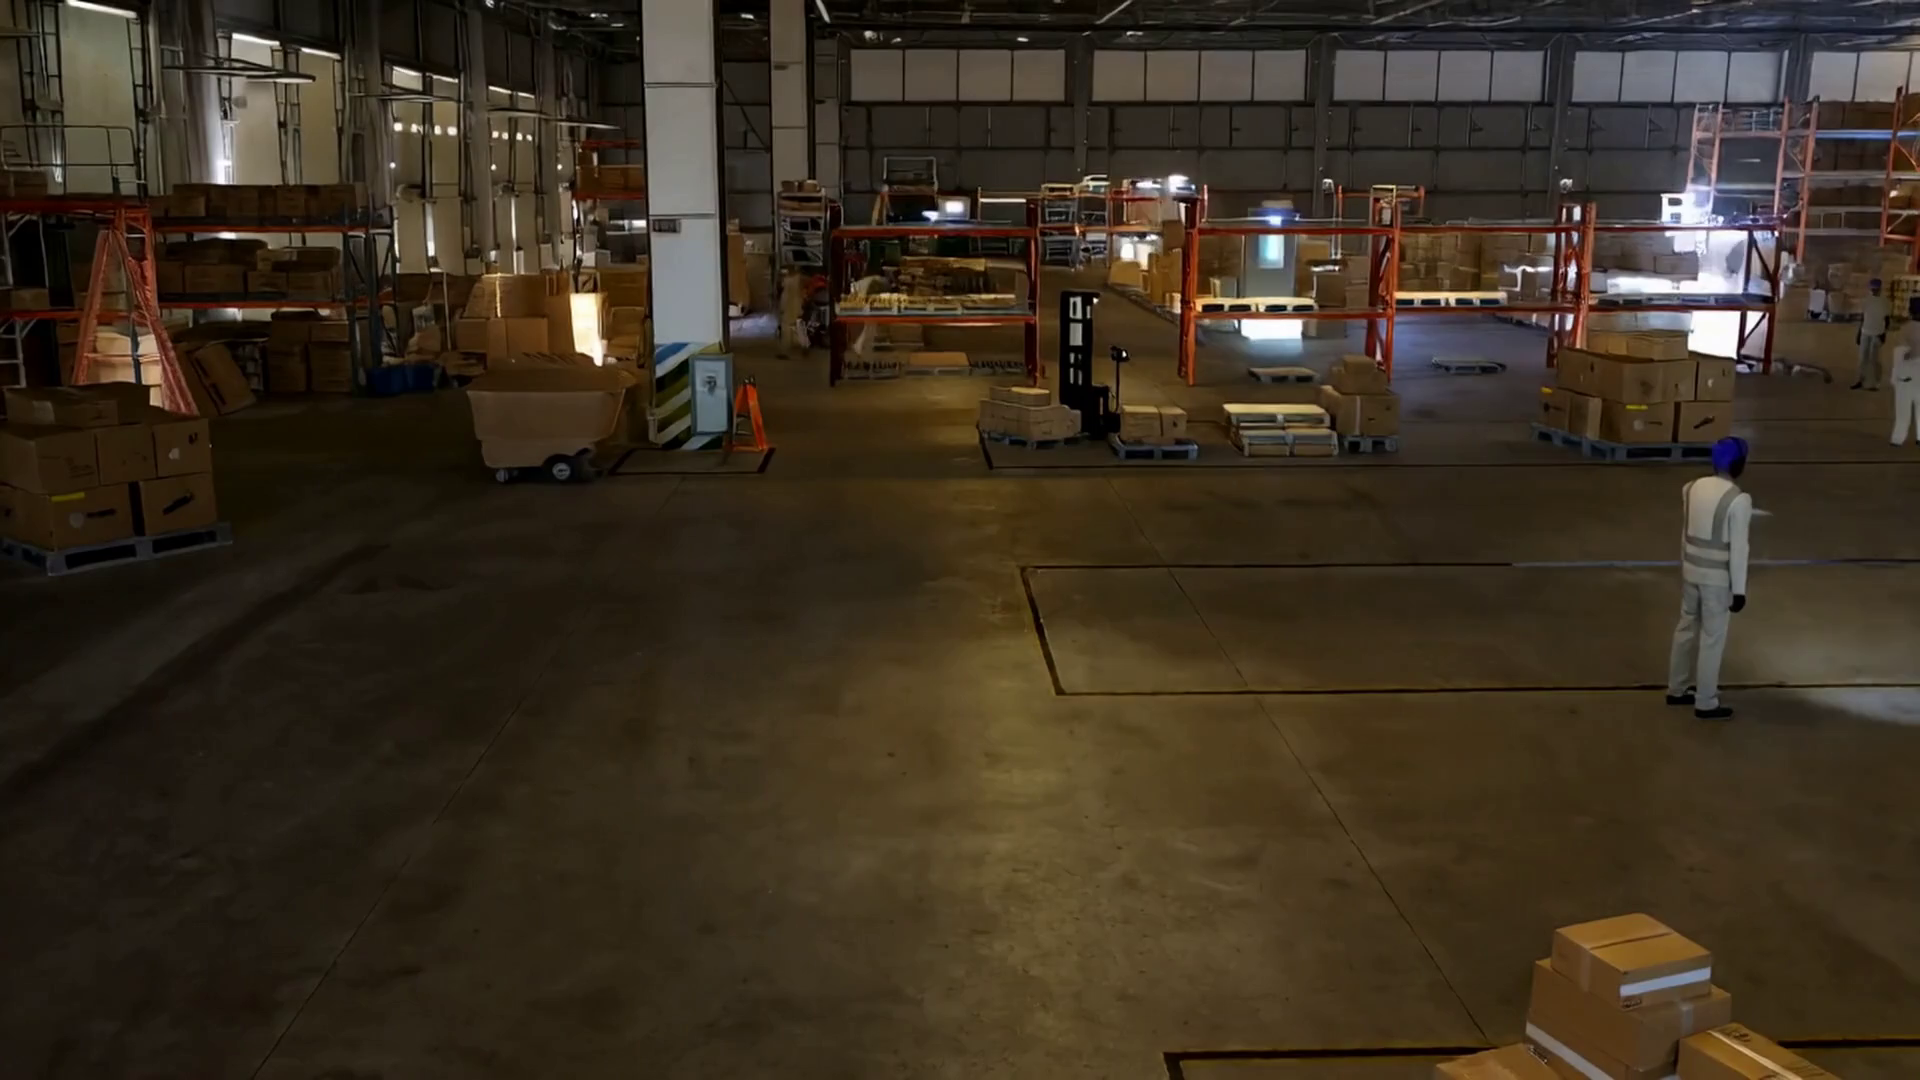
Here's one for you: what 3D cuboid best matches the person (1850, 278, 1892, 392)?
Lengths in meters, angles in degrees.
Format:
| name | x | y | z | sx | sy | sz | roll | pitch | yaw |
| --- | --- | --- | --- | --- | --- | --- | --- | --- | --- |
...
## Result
| name | x | y | z | sx | sy | sz | roll | pitch | yaw |
| --- | --- | --- | --- | --- | --- | --- | --- | --- | --- |
| person | 14.928 | -3.358 | 27.215 | 0.320 | 1.858 | 0.522 | -7 | 14 | -28 |

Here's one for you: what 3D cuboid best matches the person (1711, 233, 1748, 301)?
| name | x | y | z | sx | sy | sz | roll | pitch | yaw |
| --- | --- | --- | --- | --- | --- | --- | --- | --- | --- |
| person | 20.614 | -7.240 | 44.561 | 0.643 | 1.952 | 0.877 | -10 | 16 | -39 |

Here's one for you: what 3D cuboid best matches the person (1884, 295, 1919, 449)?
| name | x | y | z | sx | sy | sz | roll | pitch | yaw |
| --- | --- | --- | --- | --- | --- | --- | --- | --- | --- |
| person | 12.384 | -2.194 | 21.539 | 0.690 | 2.000 | 0.537 | -1 | 13 | -5 |

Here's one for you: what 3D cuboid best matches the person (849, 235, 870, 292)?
| name | x | y | z | sx | sy | sz | roll | pitch | yaw |
| --- | --- | --- | --- | --- | --- | --- | --- | --- | --- |
| person | -2.994 | -8.277 | 49.377 | 0.641 | 1.888 | 0.768 | 0 | 12 | 0 |

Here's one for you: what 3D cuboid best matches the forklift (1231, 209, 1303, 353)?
| name | x | y | z | sx | sy | sz | roll | pitch | yaw |
| --- | --- | --- | --- | --- | --- | --- | --- | --- | --- |
| forklift | 6.194 | -5.211 | 33.247 | 1.129 | 2.768 | 1.873 | 0 | 12 | -2 |

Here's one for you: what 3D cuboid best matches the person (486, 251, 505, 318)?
| name | x | y | z | sx | sy | sz | roll | pitch | yaw |
| --- | --- | --- | --- | --- | --- | --- | --- | --- | --- |
| person | -11.451 | -6.267 | 40.865 | 0.527 | 1.630 | 0.321 | 11 | 17 | 41 |

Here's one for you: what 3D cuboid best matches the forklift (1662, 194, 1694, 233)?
| name | x | y | z | sx | sy | sz | roll | pitch | yaw |
| --- | --- | --- | --- | --- | --- | --- | --- | --- | --- |
| forklift | 24.125 | -10.281 | 56.139 | 1.129 | 2.768 | 1.873 | -1 | 13 | -3 |

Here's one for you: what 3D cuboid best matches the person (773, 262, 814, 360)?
| name | x | y | z | sx | sy | sz | roll | pitch | yaw |
| --- | --- | --- | --- | --- | --- | --- | --- | --- | --- |
| person | -3.177 | -4.364 | 31.711 | 0.769 | 1.886 | 0.655 | -4 | 13 | -19 |

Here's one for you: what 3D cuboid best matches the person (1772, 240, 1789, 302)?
| name | x | y | z | sx | sy | sz | roll | pitch | yaw |
| --- | --- | --- | --- | --- | --- | --- | --- | --- | --- |
| person | 22.591 | -7.406 | 45.850 | 0.530 | 1.697 | 0.321 | -8 | 15 | -31 |

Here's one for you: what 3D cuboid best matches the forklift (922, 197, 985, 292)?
| name | x | y | z | sx | sy | sz | roll | pitch | yaw |
| --- | --- | --- | --- | --- | --- | --- | --- | --- | --- |
| forklift | -0.157 | -8.447 | 47.859 | 1.129 | 2.768 | 1.873 | -7 | 14 | -30 |

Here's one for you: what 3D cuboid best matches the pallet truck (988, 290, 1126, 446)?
| name | x | y | z | sx | sy | sz | roll | pitch | yaw |
| --- | --- | --- | --- | --- | --- | --- | --- | --- | --- |
| pallet truck | 1.257 | -2.299 | 22.111 | 1.885 | 1.965 | 0.823 | -9 | 15 | -35 |

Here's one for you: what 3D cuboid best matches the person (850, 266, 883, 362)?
| name | x | y | z | sx | sy | sz | roll | pitch | yaw |
| --- | --- | --- | --- | --- | --- | --- | --- | --- | --- |
| person | -1.794 | -4.275 | 31.523 | 0.605 | 1.809 | 0.936 | 12 | 17 | 44 |

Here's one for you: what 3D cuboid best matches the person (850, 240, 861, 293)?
| name | x | y | z | sx | sy | sz | roll | pitch | yaw |
| --- | --- | --- | --- | --- | --- | --- | --- | --- | --- |
| person | -2.887 | -7.449 | 46.047 | 0.320 | 1.698 | 0.531 | -2 | 13 | -7 |

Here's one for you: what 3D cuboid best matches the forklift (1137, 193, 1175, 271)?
| name | x | y | z | sx | sy | sz | roll | pitch | yaw |
| --- | --- | --- | --- | --- | --- | --- | --- | --- | --- |
| forklift | 7.094 | -10.497 | 57.113 | 1.873 | 2.768 | 1.129 | -1 | 13 | -5 |

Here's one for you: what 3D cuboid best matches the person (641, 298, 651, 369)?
| name | x | y | z | sx | sy | sz | roll | pitch | yaw |
| --- | --- | --- | --- | --- | --- | --- | --- | --- | --- |
| person | -4.316 | -2.674 | 23.961 | 0.594 | 1.926 | 0.370 | -9 | 15 | -36 |

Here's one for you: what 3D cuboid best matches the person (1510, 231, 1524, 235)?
| name | x | y | z | sx | sy | sz | roll | pitch | yaw |
| --- | --- | --- | --- | --- | --- | --- | --- | --- | --- |
| person | 17.902 | -9.254 | 53.669 | 0.650 | 1.927 | 0.563 | -5 | 13 | -22 |

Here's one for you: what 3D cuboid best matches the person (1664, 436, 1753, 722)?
| name | x | y | z | sx | sy | sz | roll | pitch | yaw |
| --- | --- | --- | --- | --- | --- | --- | --- | --- | --- |
| person | 4.918 | 0.251 | 10.886 | 0.354 | 1.876 | 0.574 | -3 | 13 | -14 |
